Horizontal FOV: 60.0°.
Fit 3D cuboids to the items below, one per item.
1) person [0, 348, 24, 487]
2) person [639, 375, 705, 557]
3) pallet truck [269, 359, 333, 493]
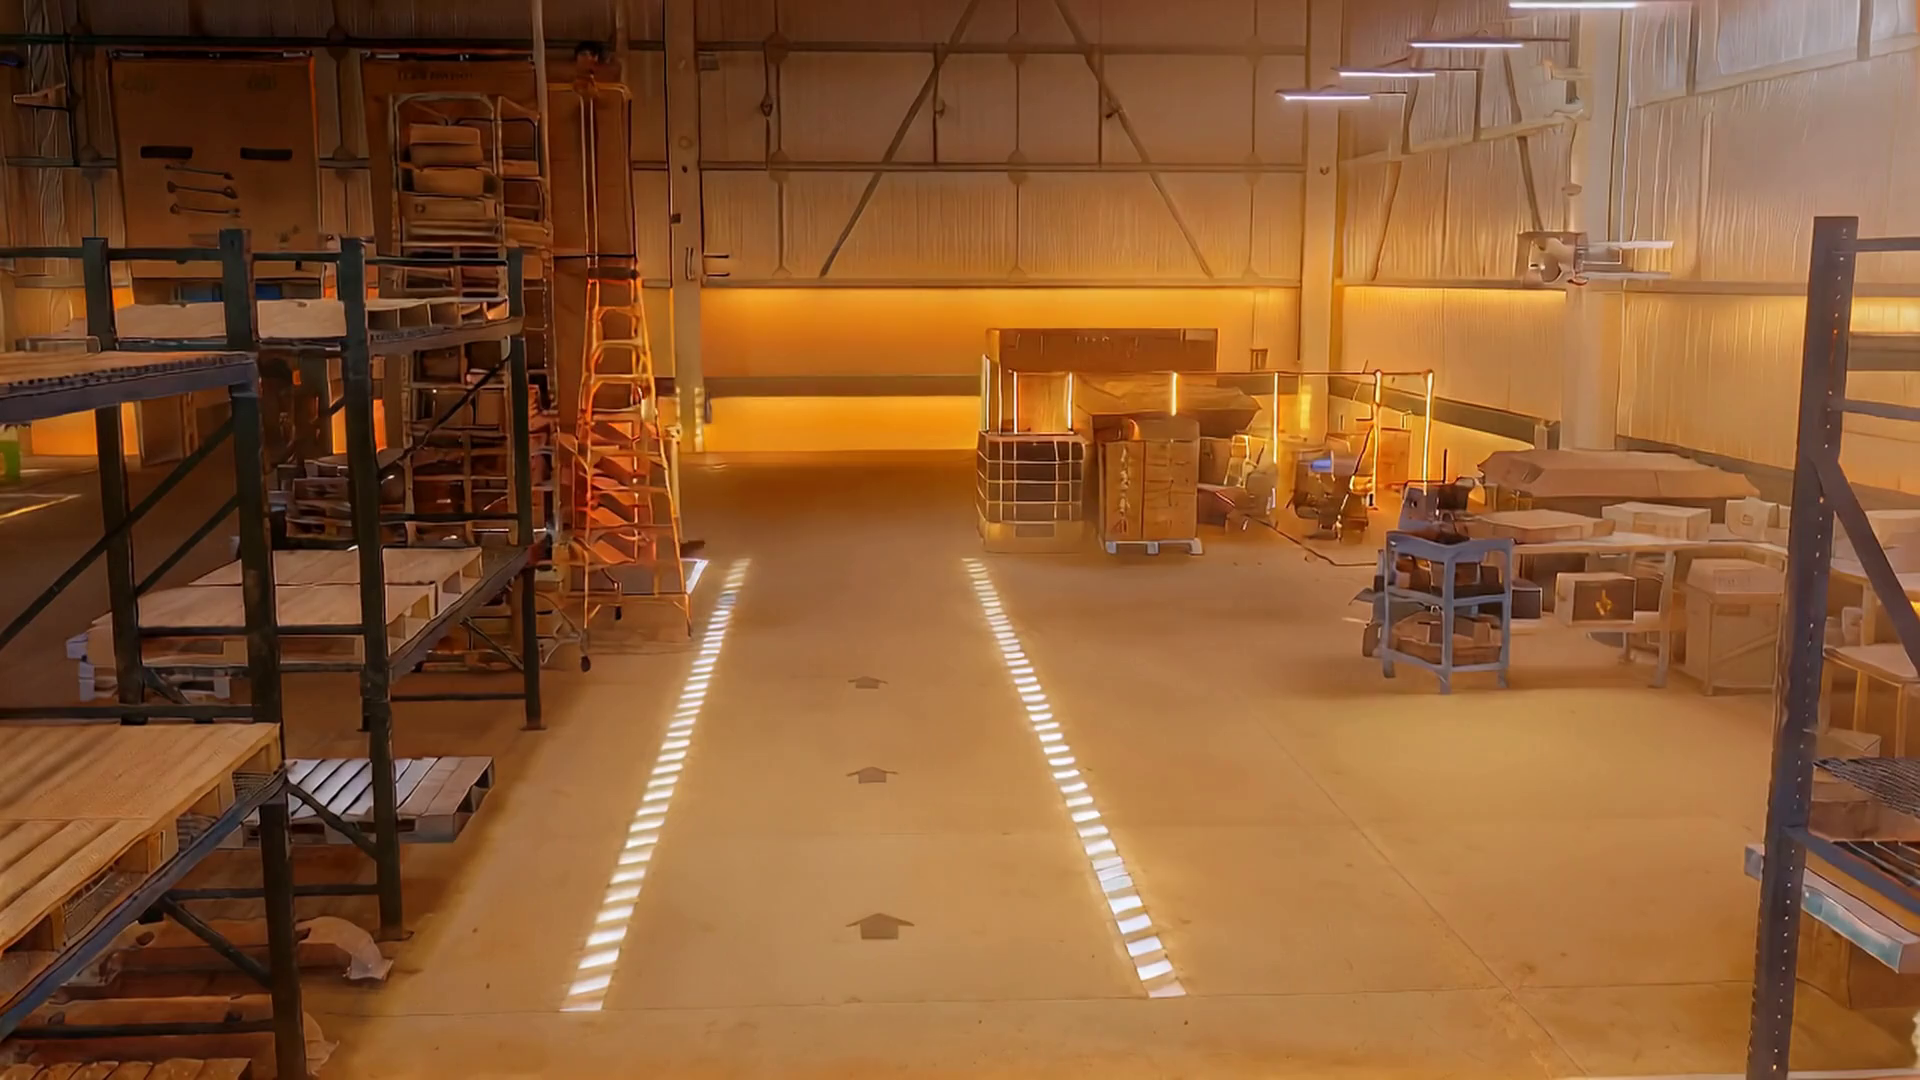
[{"bbox_3d":[-13.095,-1.690,22.727,0.544,1.930,0.388,8,12,41],"label":"person"},{"bbox_3d":[-3.153,-0.725,16.809,1.060,1.874,0.621,1,9,8],"label":"person"},{"bbox_3d":[-7.062,-1.131,18.996,1.885,1.965,0.823,2,9,13],"label":"pallet truck"}]
